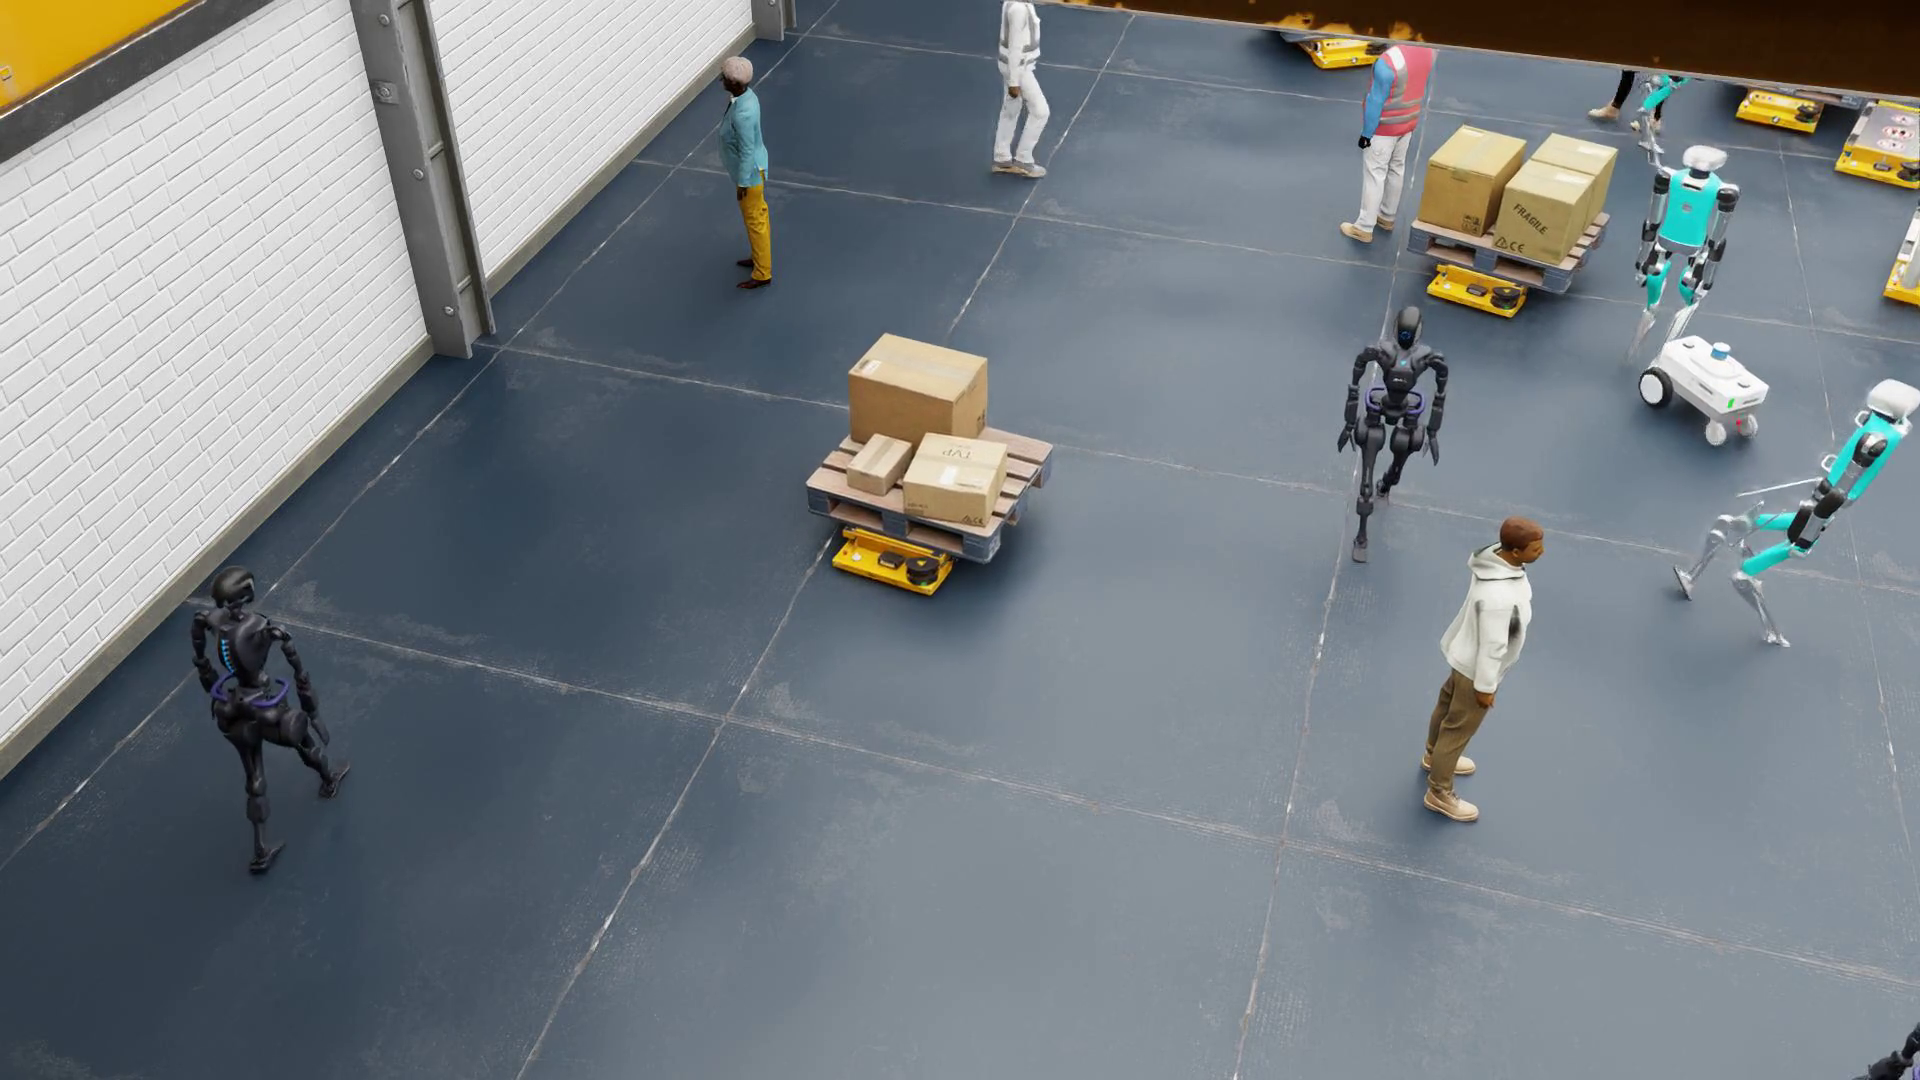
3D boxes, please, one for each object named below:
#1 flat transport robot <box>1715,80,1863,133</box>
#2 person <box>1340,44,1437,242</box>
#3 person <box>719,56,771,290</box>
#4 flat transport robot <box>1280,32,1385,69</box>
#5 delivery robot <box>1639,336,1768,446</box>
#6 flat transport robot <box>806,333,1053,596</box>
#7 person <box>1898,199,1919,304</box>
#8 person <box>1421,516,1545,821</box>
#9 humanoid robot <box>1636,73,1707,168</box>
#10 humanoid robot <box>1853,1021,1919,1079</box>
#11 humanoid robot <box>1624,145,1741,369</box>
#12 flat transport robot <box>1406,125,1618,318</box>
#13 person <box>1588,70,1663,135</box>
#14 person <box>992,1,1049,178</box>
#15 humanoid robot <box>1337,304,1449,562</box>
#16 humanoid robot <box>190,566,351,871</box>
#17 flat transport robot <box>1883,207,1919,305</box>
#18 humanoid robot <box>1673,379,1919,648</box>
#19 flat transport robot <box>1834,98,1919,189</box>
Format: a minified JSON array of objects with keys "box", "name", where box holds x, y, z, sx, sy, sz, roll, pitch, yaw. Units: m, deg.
[{"box":[7.550,-4.108,15.114,0.659,0.231,1.431,20,43,23],"name":"flat transport robot"},{"box":[3.274,-3.180,12.715,0.617,1.836,0.429,-28,47,-30],"name":"person"},{"box":[-1.569,-2.685,12.159,0.342,1.754,0.520,-3,39,-3],"name":"person"},{"box":[3.555,-4.971,16.188,0.659,0.231,1.431,-9,40,-10],"name":"flat transport robot"},{"box":[4.972,-1.048,11.084,0.499,0.601,0.775,-14,41,-17],"name":"delivery robot"},{"box":[-0.166,-0.216,10.273,0.659,0.231,1.431,16,42,19],"name":"flat transport robot"},{"box":[7.155,-2.416,11.917,0.514,1.636,0.313,19,42,22],"name":"person"},{"box":[2.502,0.590,8.074,0.366,1.766,0.523,9,40,11],"name":"person"},{"box":[5.919,-3.966,13.777,0.536,1.784,0.757,-25,45,-28],"name":"humanoid robot"},{"box":[3.693,2.169,6.226,0.600,1.656,0.744,8,39,10],"name":"humanoid robot"},{"box":[4.849,-1.837,11.167,0.540,1.856,0.690,27,46,29],"name":"humanoid robot"},{"box":[4.143,-2.153,12.683,0.659,0.231,1.431,23,44,26],"name":"flat transport robot"},{"box":[5.830,-4.242,14.166,0.722,1.655,0.571,11,40,13],"name":"person"},{"box":[0.533,-3.836,13.500,0.607,1.867,0.602,-1,39,-1],"name":"person"},{"box":[2.555,-0.710,9.814,0.590,1.646,0.768,9,40,10],"name":"humanoid robot"},{"box":[-3.350,0.793,7.943,0.610,1.628,0.793,6,39,8],"name":"humanoid robot"},{"box":[7.530,-2.148,12.676,0.659,0.231,1.431,22,44,25],"name":"flat transport robot"},{"box":[4.446,-0.219,9.132,0.980,1.768,0.559,27,46,29],"name":"humanoid robot"},{"box":[8.015,-3.425,14.264,0.659,0.231,1.431,23,44,25],"name":"flat transport robot"}]
